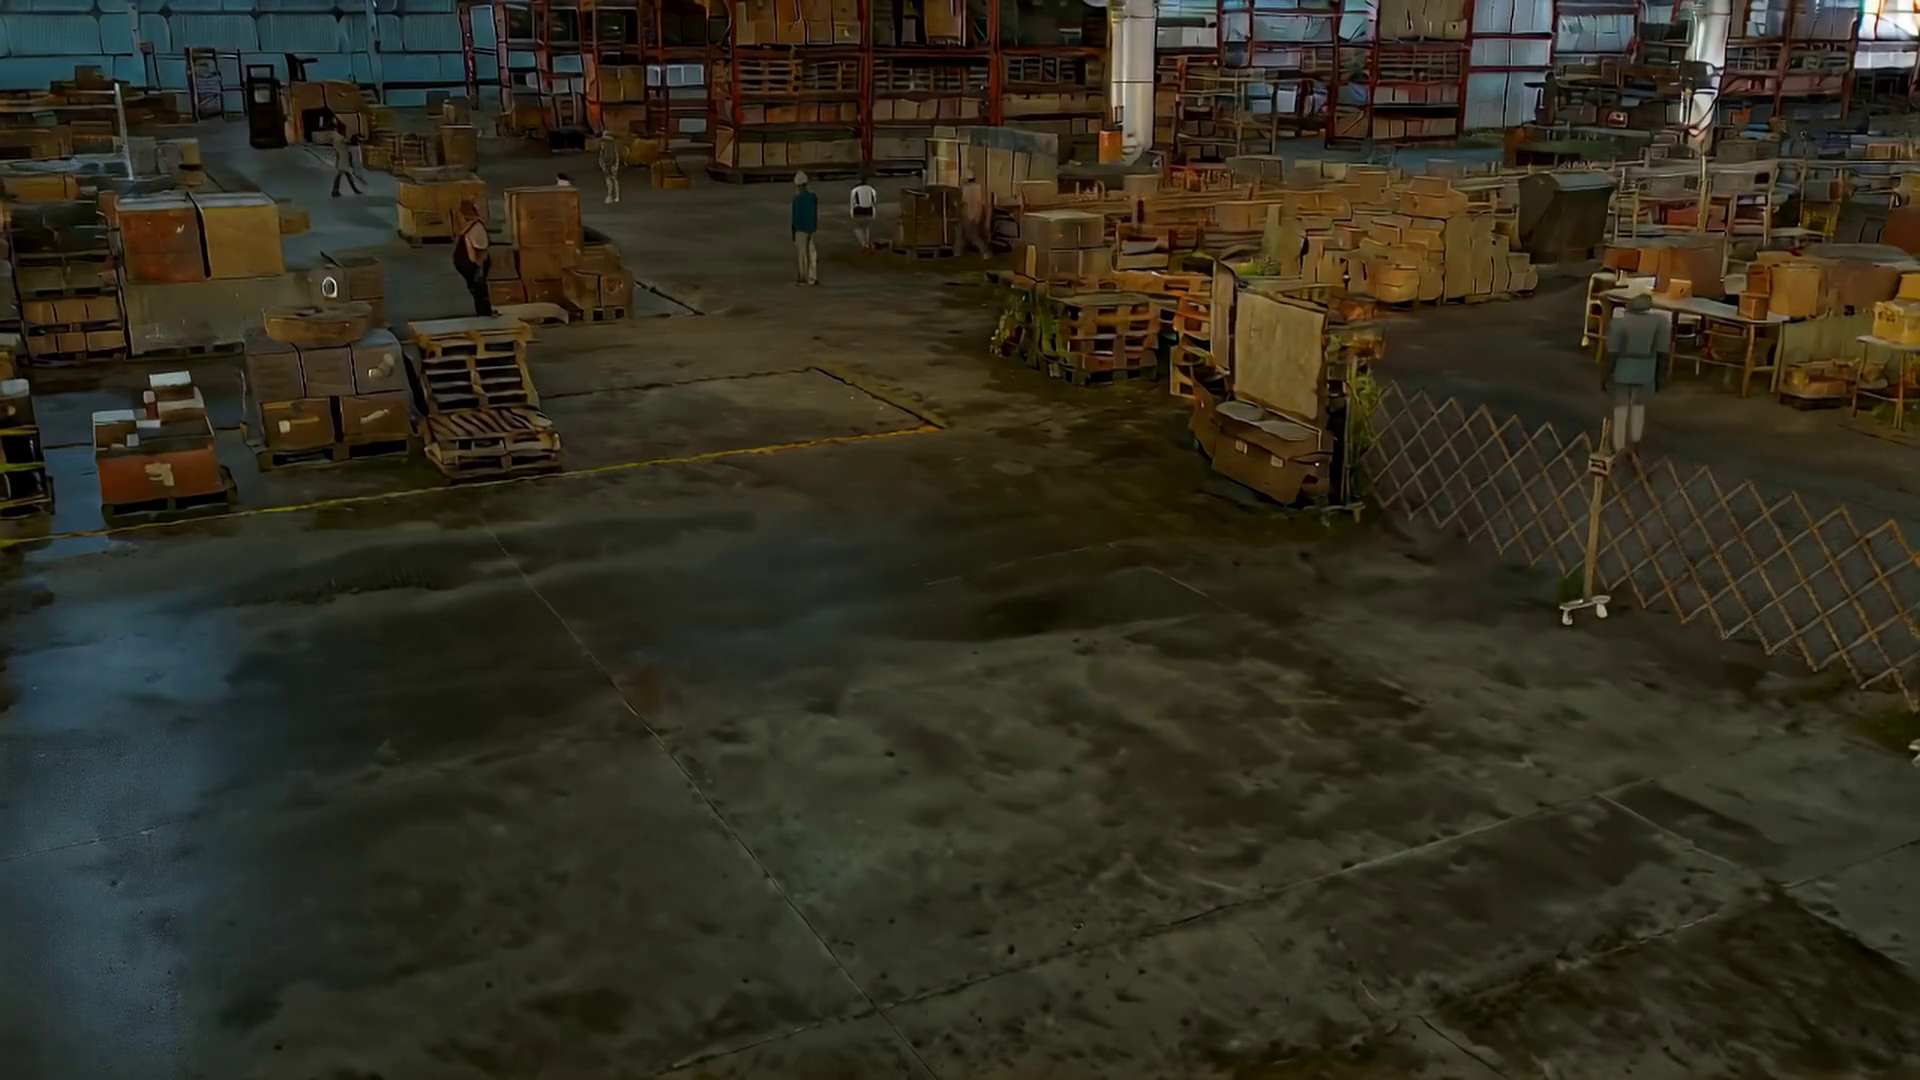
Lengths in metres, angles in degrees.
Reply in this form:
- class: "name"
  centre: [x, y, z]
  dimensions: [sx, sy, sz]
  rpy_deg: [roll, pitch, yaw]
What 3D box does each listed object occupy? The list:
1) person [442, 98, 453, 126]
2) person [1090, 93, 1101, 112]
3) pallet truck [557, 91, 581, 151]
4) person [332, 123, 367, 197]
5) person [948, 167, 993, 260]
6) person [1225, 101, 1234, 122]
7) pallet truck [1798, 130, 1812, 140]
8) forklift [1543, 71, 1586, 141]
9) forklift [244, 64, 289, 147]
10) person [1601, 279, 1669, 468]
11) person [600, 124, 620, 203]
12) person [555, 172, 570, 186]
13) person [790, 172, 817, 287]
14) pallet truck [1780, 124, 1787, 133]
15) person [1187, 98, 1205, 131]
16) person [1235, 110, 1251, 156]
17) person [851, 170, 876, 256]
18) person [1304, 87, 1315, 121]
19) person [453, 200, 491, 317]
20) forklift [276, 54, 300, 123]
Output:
- class: "person"
  centre: [-17.273, -13.922, 55.910]
  dimensions: [0.540, 1.838, 0.709]
  rpy_deg: [10, 20, 28]
- class: "person"
  centre: [5.560, -17.538, 67.439]
  dimensions: [0.542, 1.679, 0.475]
  rpy_deg: [-2, 18, -7]
- class: "pallet truck"
  centre: [-13.495, -14.412, 57.188]
  dimensions: [0.823, 1.965, 1.885]
  rpy_deg: [-3, 18, -9]
- class: "person"
  centre: [-15.925, -9.839, 43.080]
  dimensions: [1.025, 1.898, 0.707]
  rpy_deg: [0, 18, -1]
- class: "person"
  centre: [0.239, -6.366, 32.438]
  dimensions: [0.910, 1.796, 0.604]
  rpy_deg: [-9, 20, -27]
- class: "person"
  centre: [10.534, -17.031, 65.523]
  dimensions: [0.959, 1.901, 0.546]
  rpy_deg: [1, 18, 4]
- class: "pallet truck"
  centre: [25.526, -11.556, 49.408]
  dimensions: [1.630, 1.274, 0.653]
  rpy_deg: [-9, 20, -26]
- class: "forklift"
  centre: [18.685, -13.231, 52.085]
  dimensions: [1.873, 2.768, 1.129]
  rpy_deg: [-9, 20, -26]
- class: "forklift"
  centre: [-24.565, -15.336, 58.646]
  dimensions: [1.129, 2.768, 1.873]
  rpy_deg: [-9, 20, -27]
- class: "person"
  centre: [7.153, -1.764, 17.713]
  dimensions: [0.627, 2.024, 0.422]
  rpy_deg: [2, 18, 6]
- class: "person"
  centre: [-8.840, -9.480, 41.908]
  dimensions: [0.360, 1.939, 0.543]
  rpy_deg: [15, 23, 38]
- class: "person"
  centre: [-7.506, -6.189, 31.955]
  dimensions: [0.800, 1.733, 0.547]
  rpy_deg: [2, 18, 5]
- class: "person"
  centre: [-2.753, -5.454, 29.265]
  dimensions: [0.379, 1.996, 0.610]
  rpy_deg: [13, 22, 35]
- class: "pallet truck"
  centre: [25.206, -12.542, 52.601]
  dimensions: [1.601, 1.201, 0.680]
  rpy_deg: [0, 18, -2]
- class: "person"
  centre: [8.674, -15.687, 61.280]
  dimensions: [0.664, 1.916, 0.665]
  rpy_deg: [1, 18, 2]
- class: "person"
  centre: [8.882, -12.705, 52.382]
  dimensions: [0.563, 1.664, 0.587]
  rpy_deg: [11, 21, 30]
- class: "person"
  centre: [-1.890, -6.445, 32.856]
  dimensions: [0.546, 1.680, 0.430]
  rpy_deg: [-9, 20, -27]
- class: "person"
  centre: [14.314, -17.610, 67.753]
  dimensions: [0.674, 1.614, 0.540]
  rpy_deg: [-10, 20, -28]
- class: "person"
  centre: [-7.296, -4.071, 24.880]
  dimensions: [0.536, 2.000, 0.684]
  rpy_deg: [-8, 19, -22]
- class: "forklift"
  centre: [-28.221, -19.166, 70.584]
  dimensions: [1.873, 2.768, 1.129]
  rpy_deg: [-9, 20, -26]
